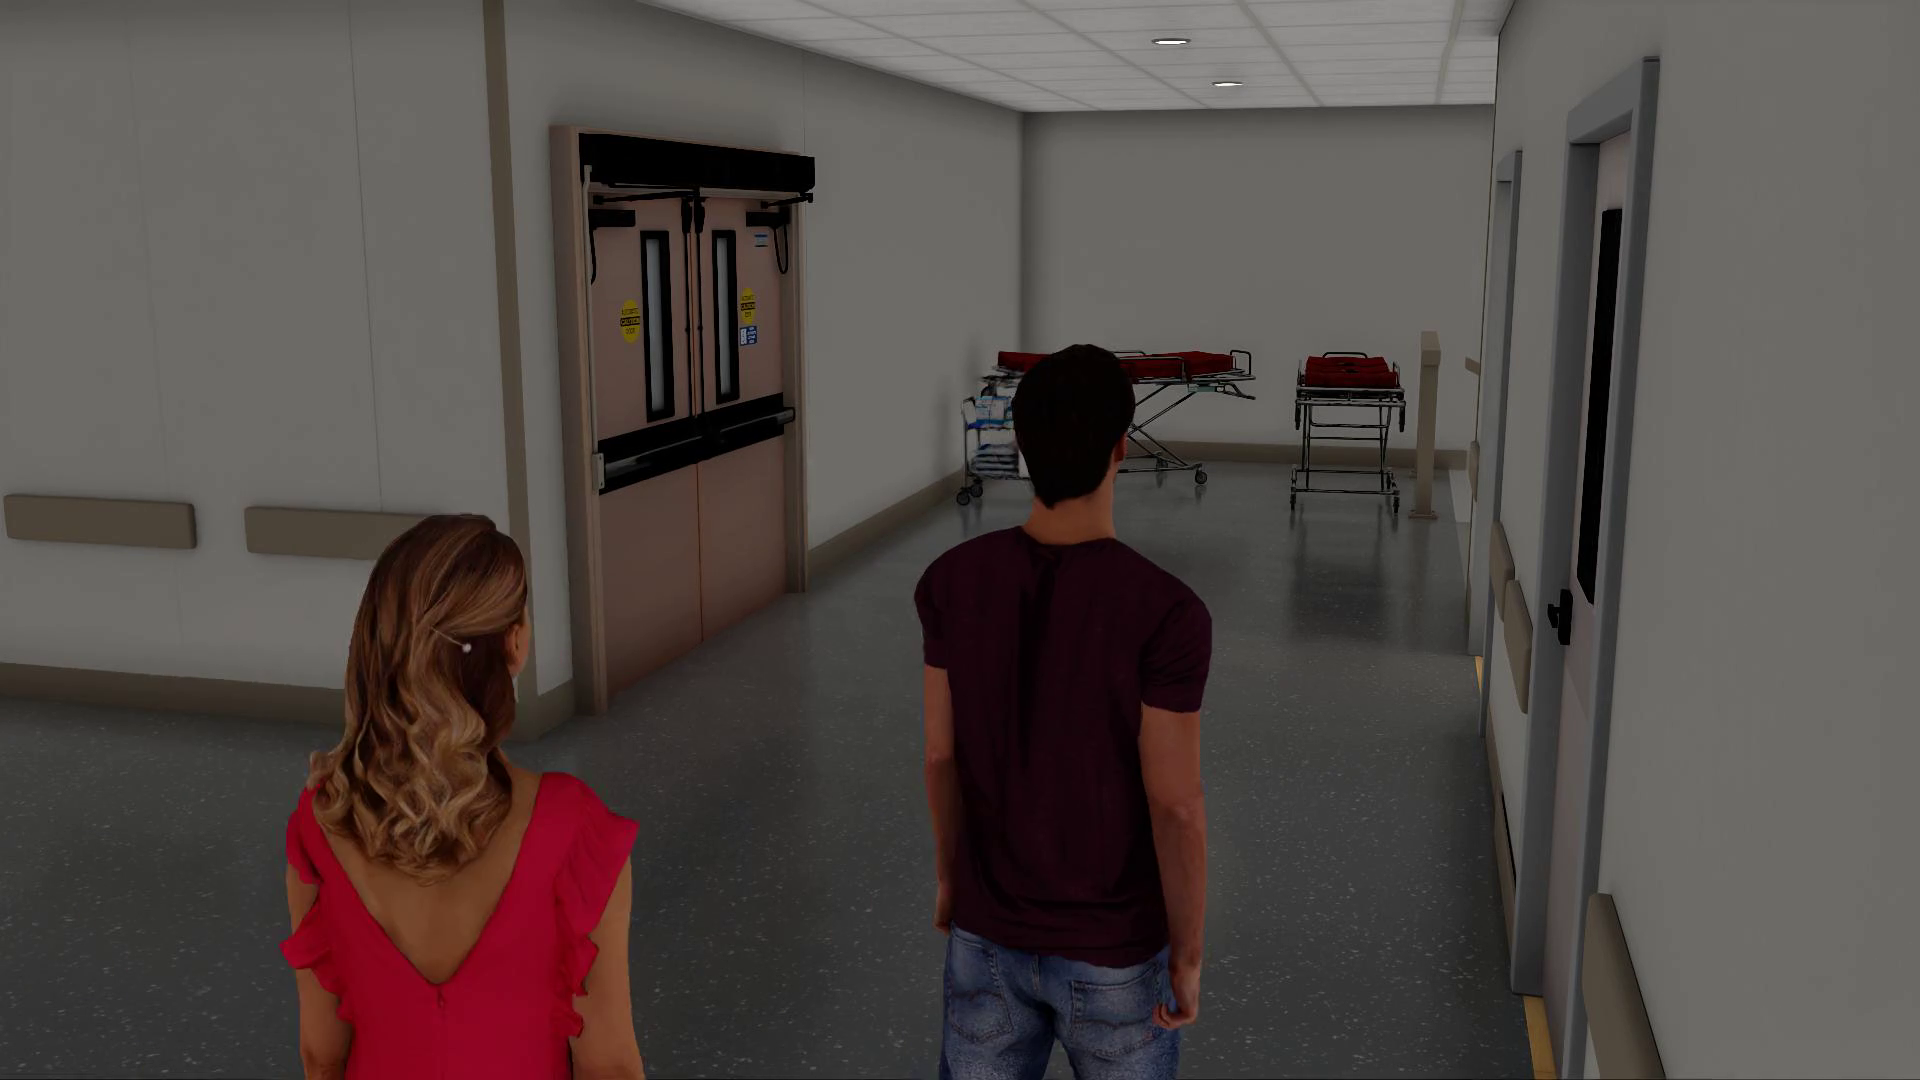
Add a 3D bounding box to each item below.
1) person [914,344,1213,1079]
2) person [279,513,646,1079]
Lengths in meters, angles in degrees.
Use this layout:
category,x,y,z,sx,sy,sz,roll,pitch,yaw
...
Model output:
category,x,y,z,sx,sy,sz,roll,pitch,yaw
person,0.121,0.628,2.639,0.743,1.836,1.072,4,12,21
person,-0.586,0.839,1.860,0.656,1.712,0.893,1,11,5
